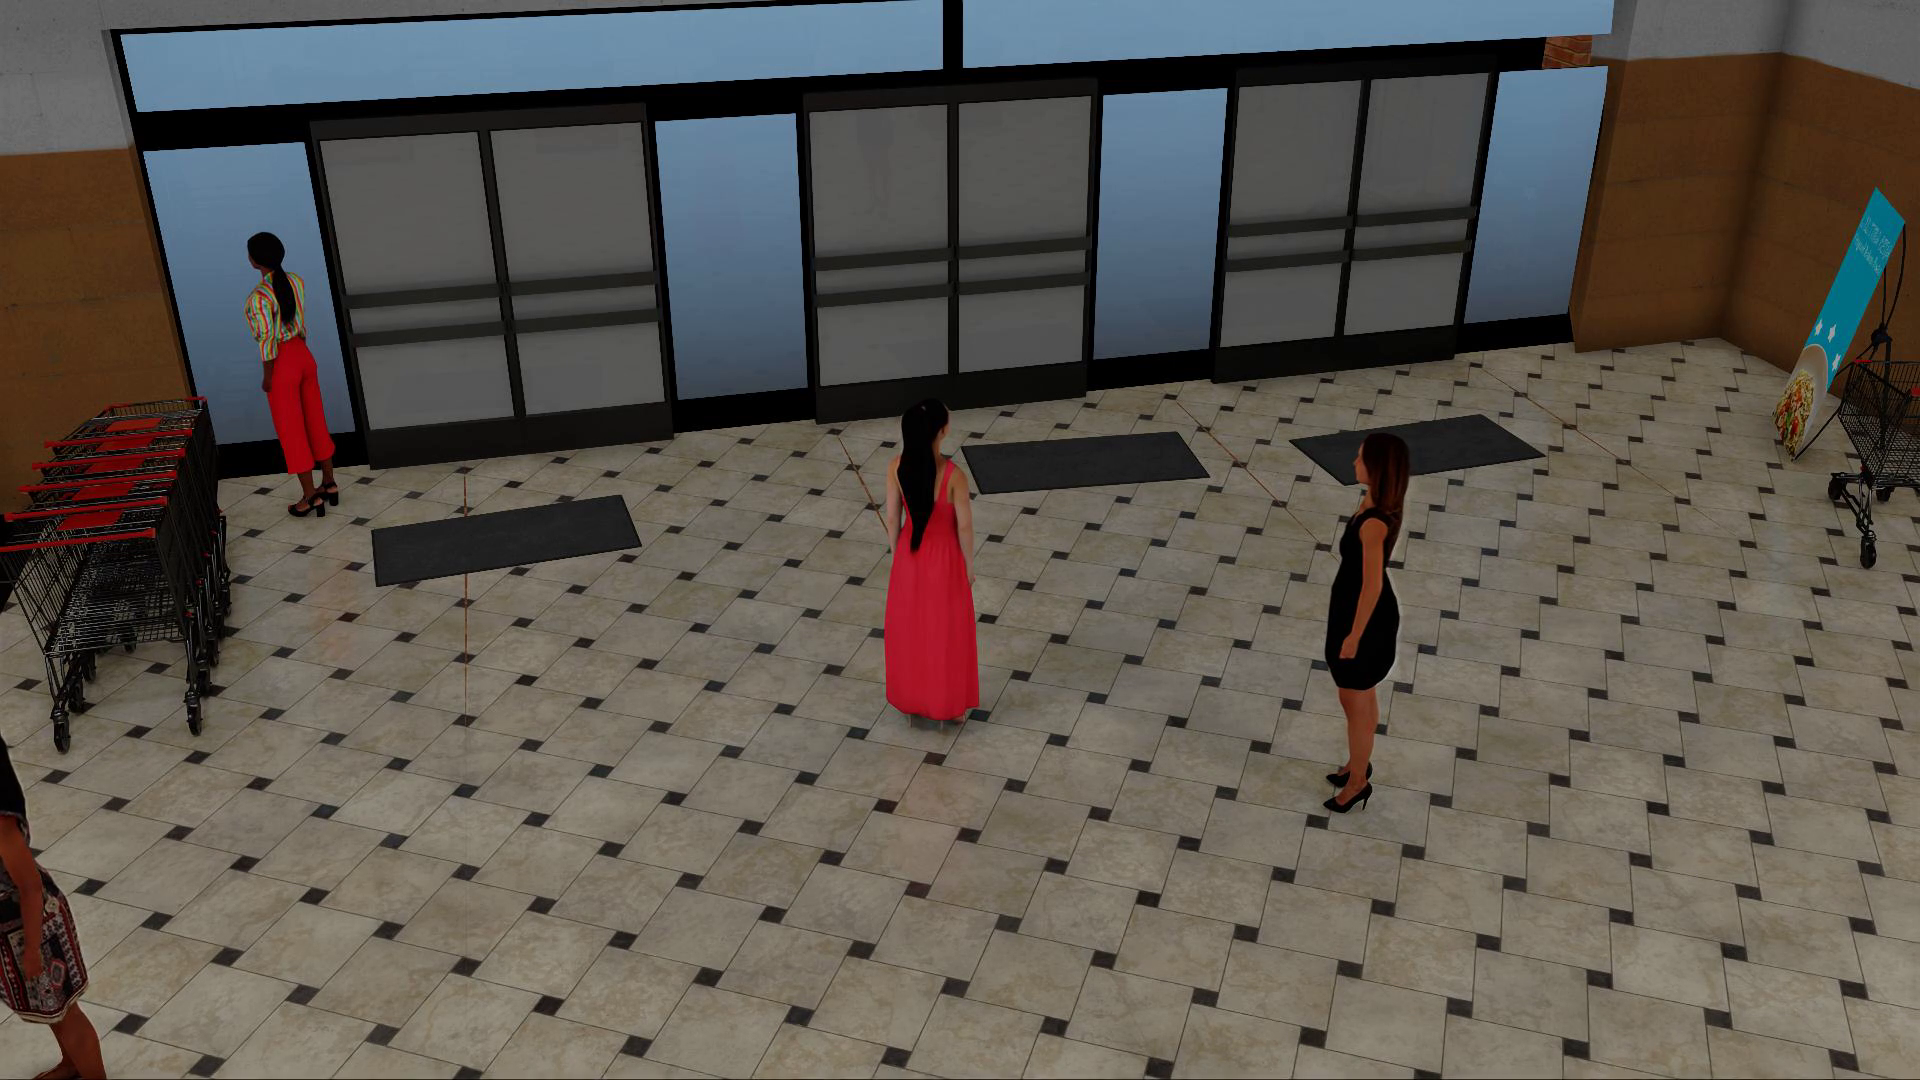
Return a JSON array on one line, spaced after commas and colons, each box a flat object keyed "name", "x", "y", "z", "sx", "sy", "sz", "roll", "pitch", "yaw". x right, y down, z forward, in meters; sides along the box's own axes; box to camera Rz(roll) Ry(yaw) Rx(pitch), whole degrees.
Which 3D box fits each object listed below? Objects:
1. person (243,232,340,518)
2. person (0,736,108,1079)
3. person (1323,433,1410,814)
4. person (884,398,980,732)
[{"name": "person", "x": -4.062, "y": -0.997, "z": 10.090, "sx": 0.736, "sy": 1.793, "sz": 0.632, "roll": 8, "pitch": 28, "yaw": 15}, {"name": "person", "x": -3.221, "y": 1.306, "z": 5.714, "sx": 0.784, "sy": 1.645, "sz": 0.642, "roll": -23, "pitch": 35, "yaw": -37}, {"name": "person", "x": 1.771, "y": 0.387, "z": 7.316, "sx": 0.726, "sy": 1.834, "sz": 0.630, "roll": 8, "pitch": 28, "yaw": 16}, {"name": "person", "x": -0.146, "y": 0.131, "z": 7.940, "sx": 0.711, "sy": 1.725, "sz": 0.747, "roll": 10, "pitch": 28, "yaw": 19}]
